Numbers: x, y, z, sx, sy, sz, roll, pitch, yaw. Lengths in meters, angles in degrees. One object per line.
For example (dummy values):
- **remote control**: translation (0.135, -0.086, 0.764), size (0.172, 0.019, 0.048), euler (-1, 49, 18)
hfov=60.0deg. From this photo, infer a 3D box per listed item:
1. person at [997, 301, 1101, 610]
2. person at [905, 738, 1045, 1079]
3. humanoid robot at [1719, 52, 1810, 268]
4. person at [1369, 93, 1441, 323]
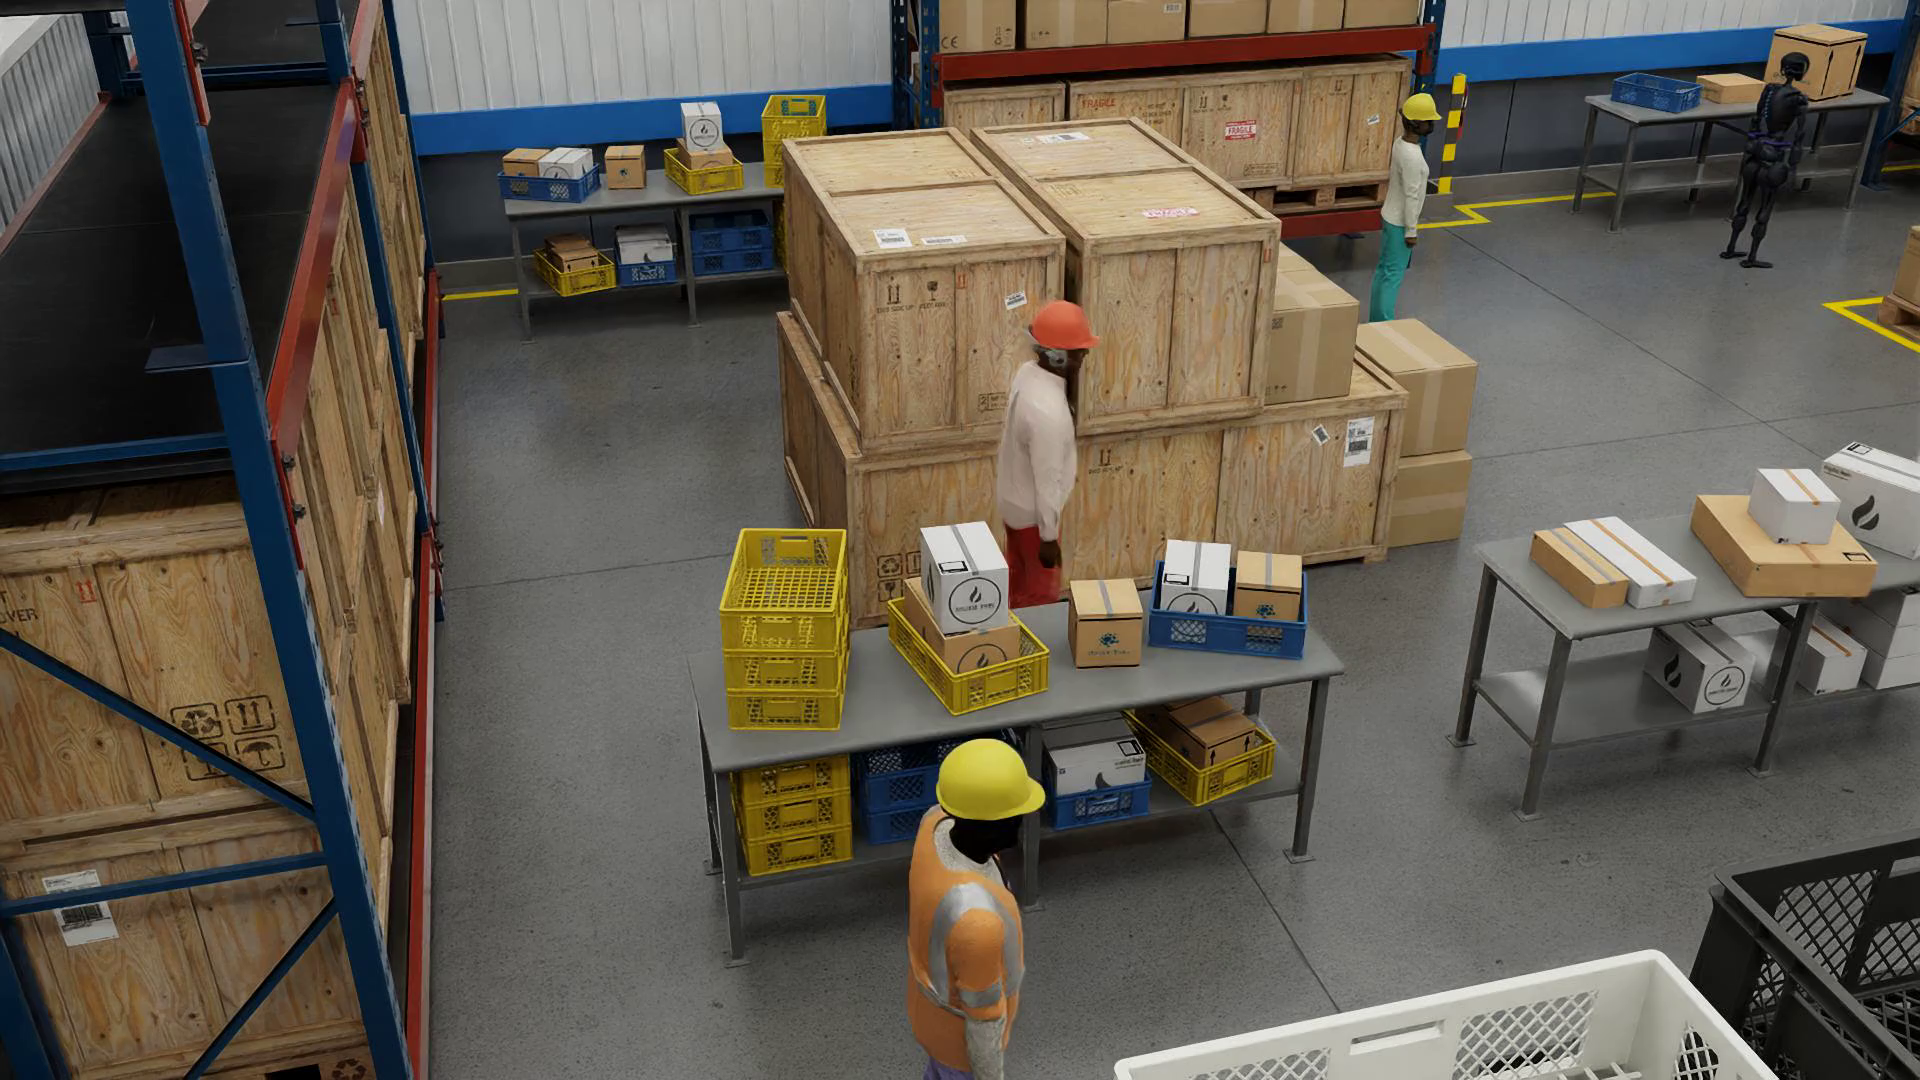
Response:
- **person**: translation (0.384, -0.149, 7.636), size (0.508, 1.978, 0.616), euler (-5, 29, -8)
- **person**: translation (0.038, 1.387, 4.881), size (0.385, 1.926, 0.588), euler (-7, 30, -12)
- **humanoid robot**: translation (6.365, -2.995, 13.077), size (0.328, 1.657, 0.590), euler (-7, 30, -12)
- **person**: translation (3.096, -2.226, 11.604), size (0.311, 1.768, 0.522), euler (1, 29, 1)
